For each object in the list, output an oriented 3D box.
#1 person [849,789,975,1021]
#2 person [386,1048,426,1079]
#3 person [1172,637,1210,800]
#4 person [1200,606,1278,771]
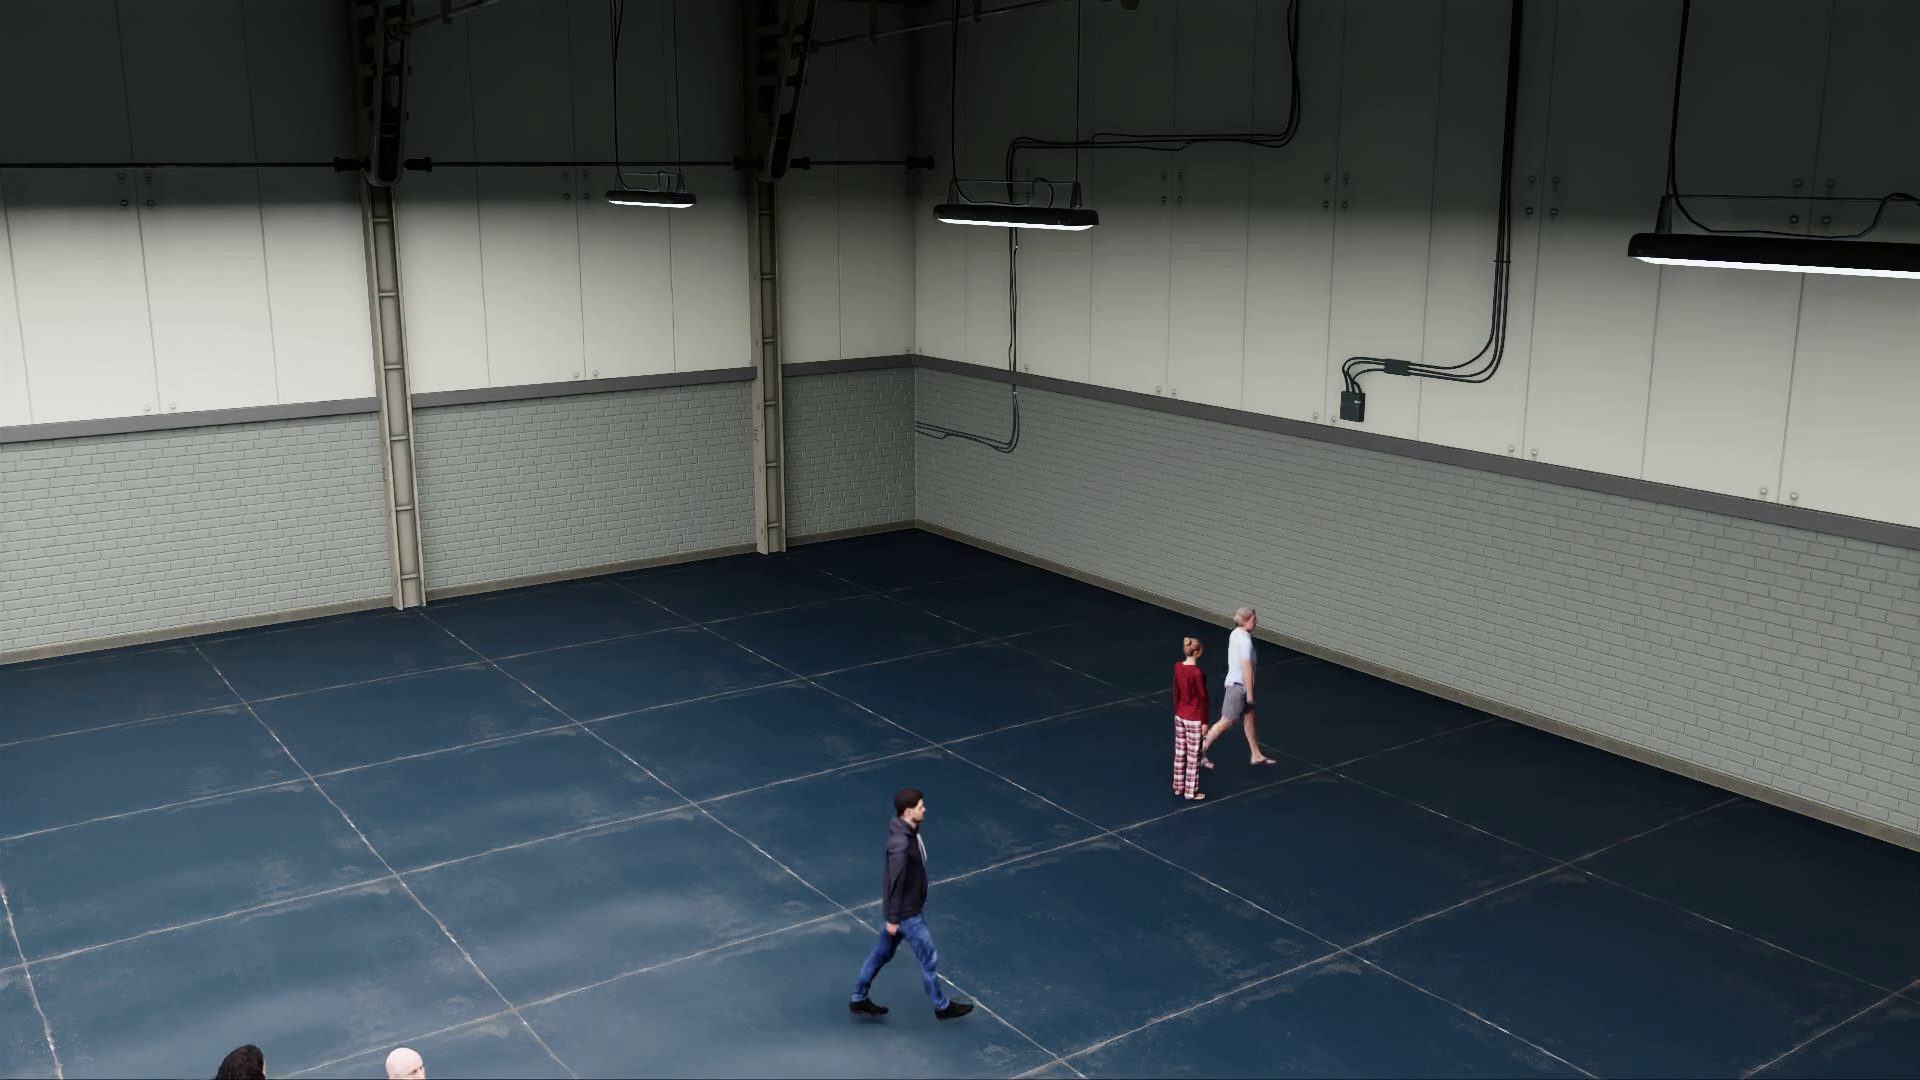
[{"bbox_3d":[-0.522,2.766,12.449,1.285,1.842,1.099,0,13,-2],"label":"person"},{"bbox_3d":[-2.953,3.573,8.975,0.830,1.837,0.730,4,14,19],"label":"person"},{"bbox_3d":[2.347,1.799,16.946,0.490,1.697,0.617,-8,15,-32],"label":"person"},{"bbox_3d":[2.858,1.590,17.625,1.247,1.798,1.088,0,13,1],"label":"person"}]
